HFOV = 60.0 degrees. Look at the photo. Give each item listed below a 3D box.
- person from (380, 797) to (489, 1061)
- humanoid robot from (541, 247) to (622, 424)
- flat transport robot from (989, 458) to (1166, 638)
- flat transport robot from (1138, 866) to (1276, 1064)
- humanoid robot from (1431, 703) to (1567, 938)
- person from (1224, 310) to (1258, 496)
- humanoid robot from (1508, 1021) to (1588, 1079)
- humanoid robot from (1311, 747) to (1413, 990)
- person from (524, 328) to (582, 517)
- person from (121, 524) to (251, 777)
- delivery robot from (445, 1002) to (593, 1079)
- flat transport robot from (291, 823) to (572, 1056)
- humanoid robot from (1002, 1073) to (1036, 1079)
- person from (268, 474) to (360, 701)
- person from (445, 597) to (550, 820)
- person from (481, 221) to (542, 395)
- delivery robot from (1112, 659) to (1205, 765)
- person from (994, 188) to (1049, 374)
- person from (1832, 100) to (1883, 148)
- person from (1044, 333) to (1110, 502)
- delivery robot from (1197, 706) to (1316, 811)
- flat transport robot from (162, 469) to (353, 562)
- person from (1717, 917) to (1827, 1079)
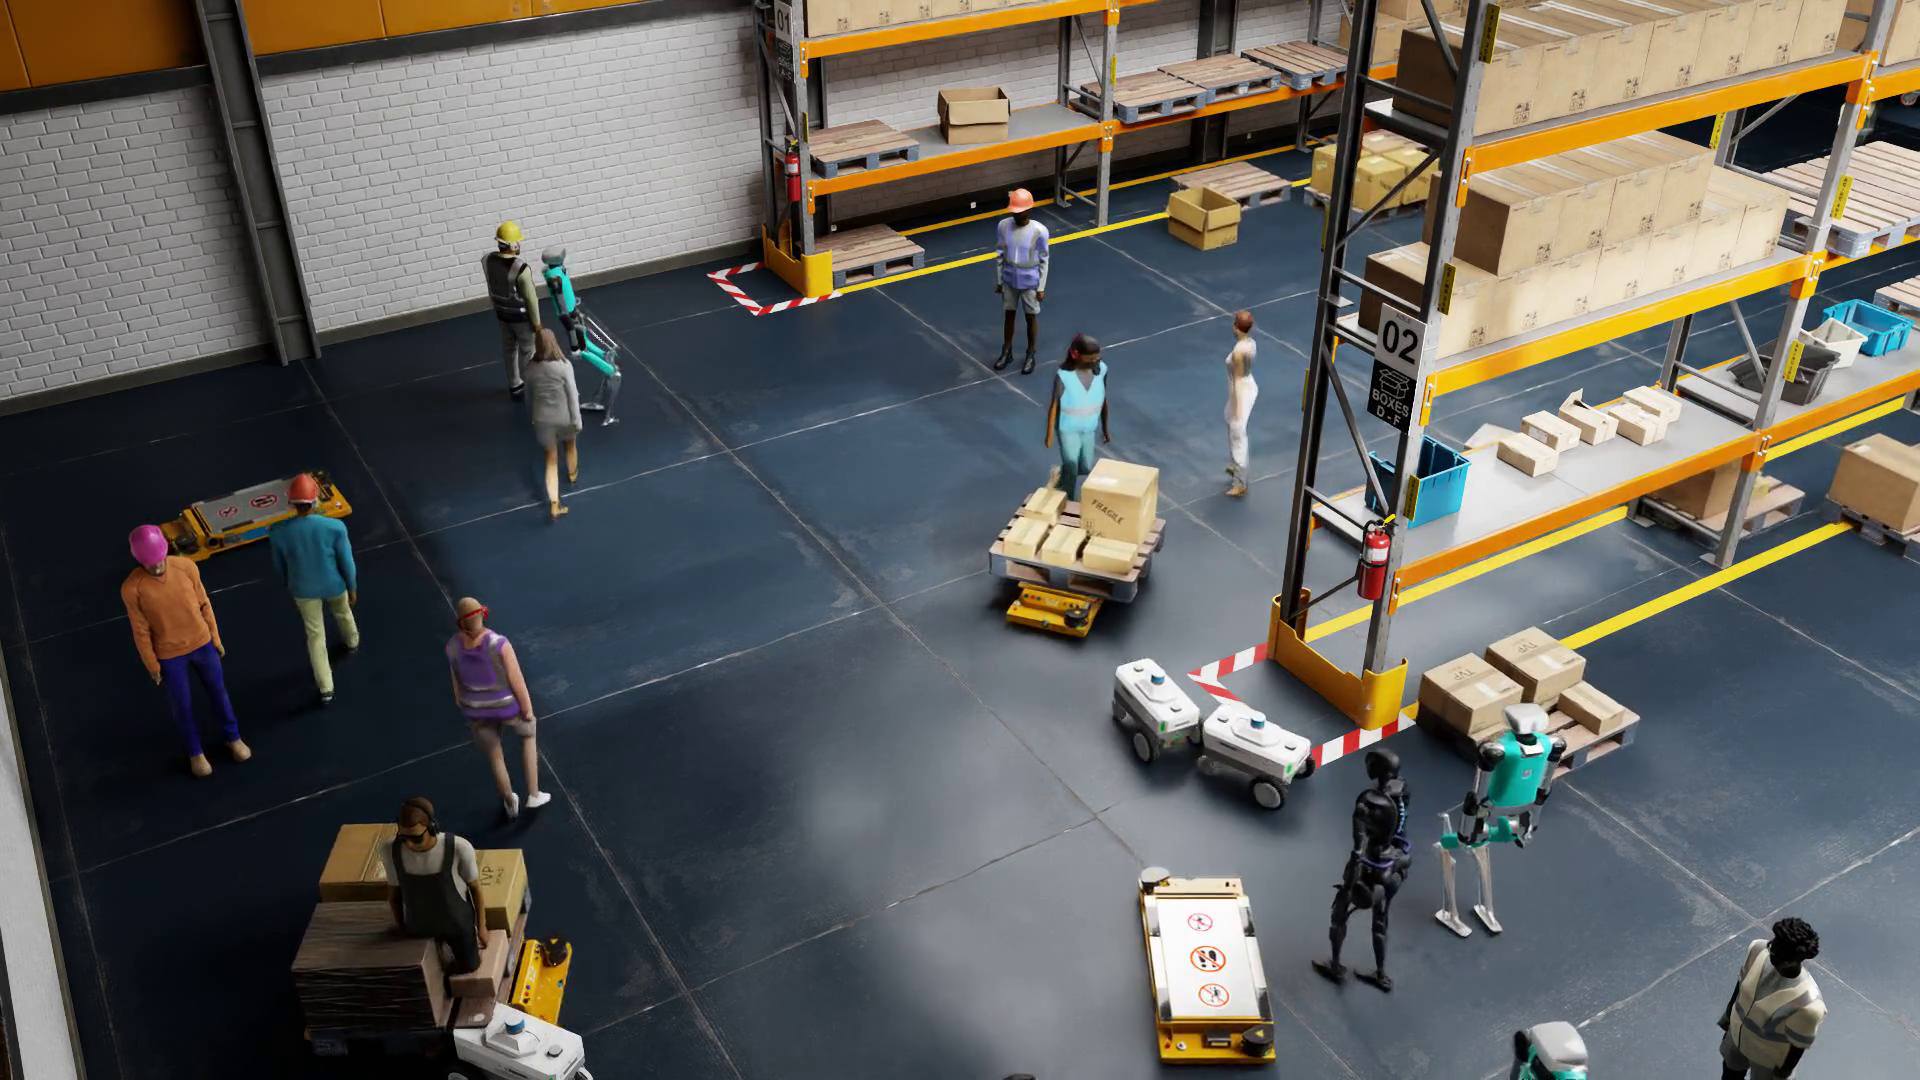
[{"bbox_3d":[-2.863,2.138,9.190,0.505,1.844,0.340,-1,32,-2],"label":"person"},{"bbox_3d":[-3.487,-1.946,15.811,0.790,1.784,0.536,-7,33,-10],"label":"humanoid robot"},{"bbox_3d":[0.930,0.288,13.625,0.659,0.231,1.431,12,34,18],"label":"flat transport robot"},{"bbox_3d":[1.469,2.543,10.029,0.659,0.231,1.431,0,32,0],"label":"flat transport robot"},{"bbox_3d":[3.180,1.619,10.071,0.539,1.748,0.663,-7,33,-11],"label":"humanoid robot"},{"bbox_3d":[2.485,-1.198,14.711,0.354,1.627,0.613,12,34,19],"label":"person"},{"bbox_3d":[2.443,3.034,7.855,0.843,1.761,0.559,-9,33,-14],"label":"humanoid robot"},{"bbox_3d":[2.425,1.925,9.699,0.614,1.632,0.477,-27,41,-36],"label":"humanoid robot"},{"bbox_3d":[-3.545,-1.042,14.495,0.497,1.592,0.946,-3,32,-5],"label":"person"},{"bbox_3d":[-5.300,0.730,11.320,0.519,1.973,0.398,-26,40,-34],"label":"person"},{"bbox_3d":[-2.453,2.857,9.250,0.773,0.586,0.499,14,35,21],"label":"delivery robot"},{"bbox_3d":[-3.080,2.648,9.860,1.431,0.231,0.659,-1,32,-2],"label":"flat transport robot"},{"bbox_3d":[0.166,3.115,7.829,0.579,1.641,0.589,-15,35,-23],"label":"humanoid robot"},{"bbox_3d":[-4.729,0.296,12.257,0.573,1.703,0.900,-9,33,-14],"label":"person"},{"bbox_3d":[-3.075,1.118,10.982,0.504,1.663,0.371,-1,32,-2],"label":"person"},{"bbox_3d":[-4.302,-2.215,16.158,0.601,1.820,0.403,18,36,26],"label":"person"},{"bbox_3d":[1.410,1.192,11.902,0.499,0.582,0.762,-14,35,-21],"label":"delivery robot"},{"bbox_3d":[0.607,-2.589,16.643,0.545,1.938,0.375,13,34,19],"label":"person"},{"bbox_3d":[10.755,-4.703,20.108,0.562,1.837,0.391,-11,34,-18],"label":"person"},{"bbox_3d":[0.963,-0.971,14.159,0.553,1.847,0.710,-15,35,-23],"label":"person"},{"bbox_3d":[2.043,1.457,11.489,0.796,0.592,0.499,21,38,30],"label":"delivery robot"},{"bbox_3d":[-6.098,-0.217,14.431,1.431,0.231,0.659,-21,38,-29],"label":"flat transport robot"},{"bbox_3d":[4.138,2.597,8.601,0.319,1.692,0.534,-8,33,-12],"label":"person"}]
